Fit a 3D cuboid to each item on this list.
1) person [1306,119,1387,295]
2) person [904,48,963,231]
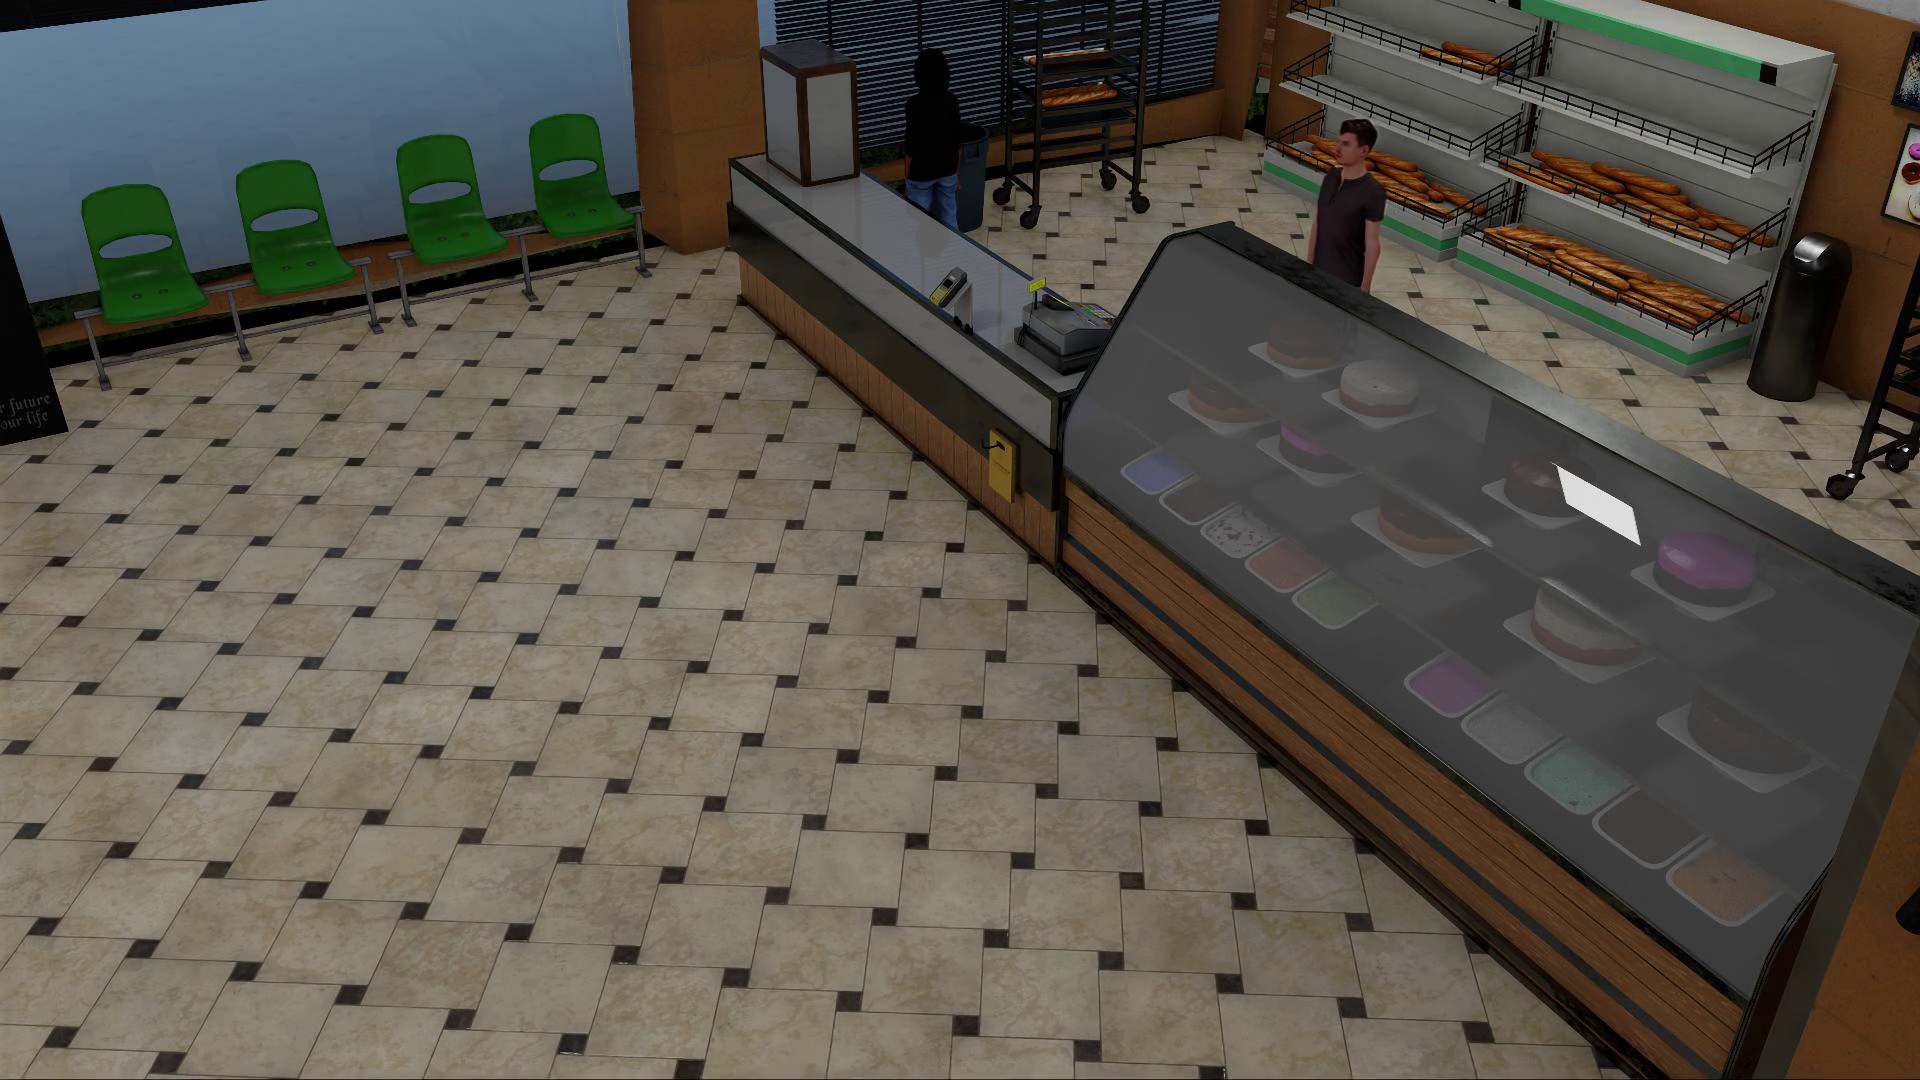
[{"bbox_3d":[2.134,-1.451,9.326,0.514,1.851,0.648,-17,36,-25],"label":"person"},{"bbox_3d":[-0.181,-2.395,10.984,0.512,1.702,0.649,-12,34,-18],"label":"person"}]
